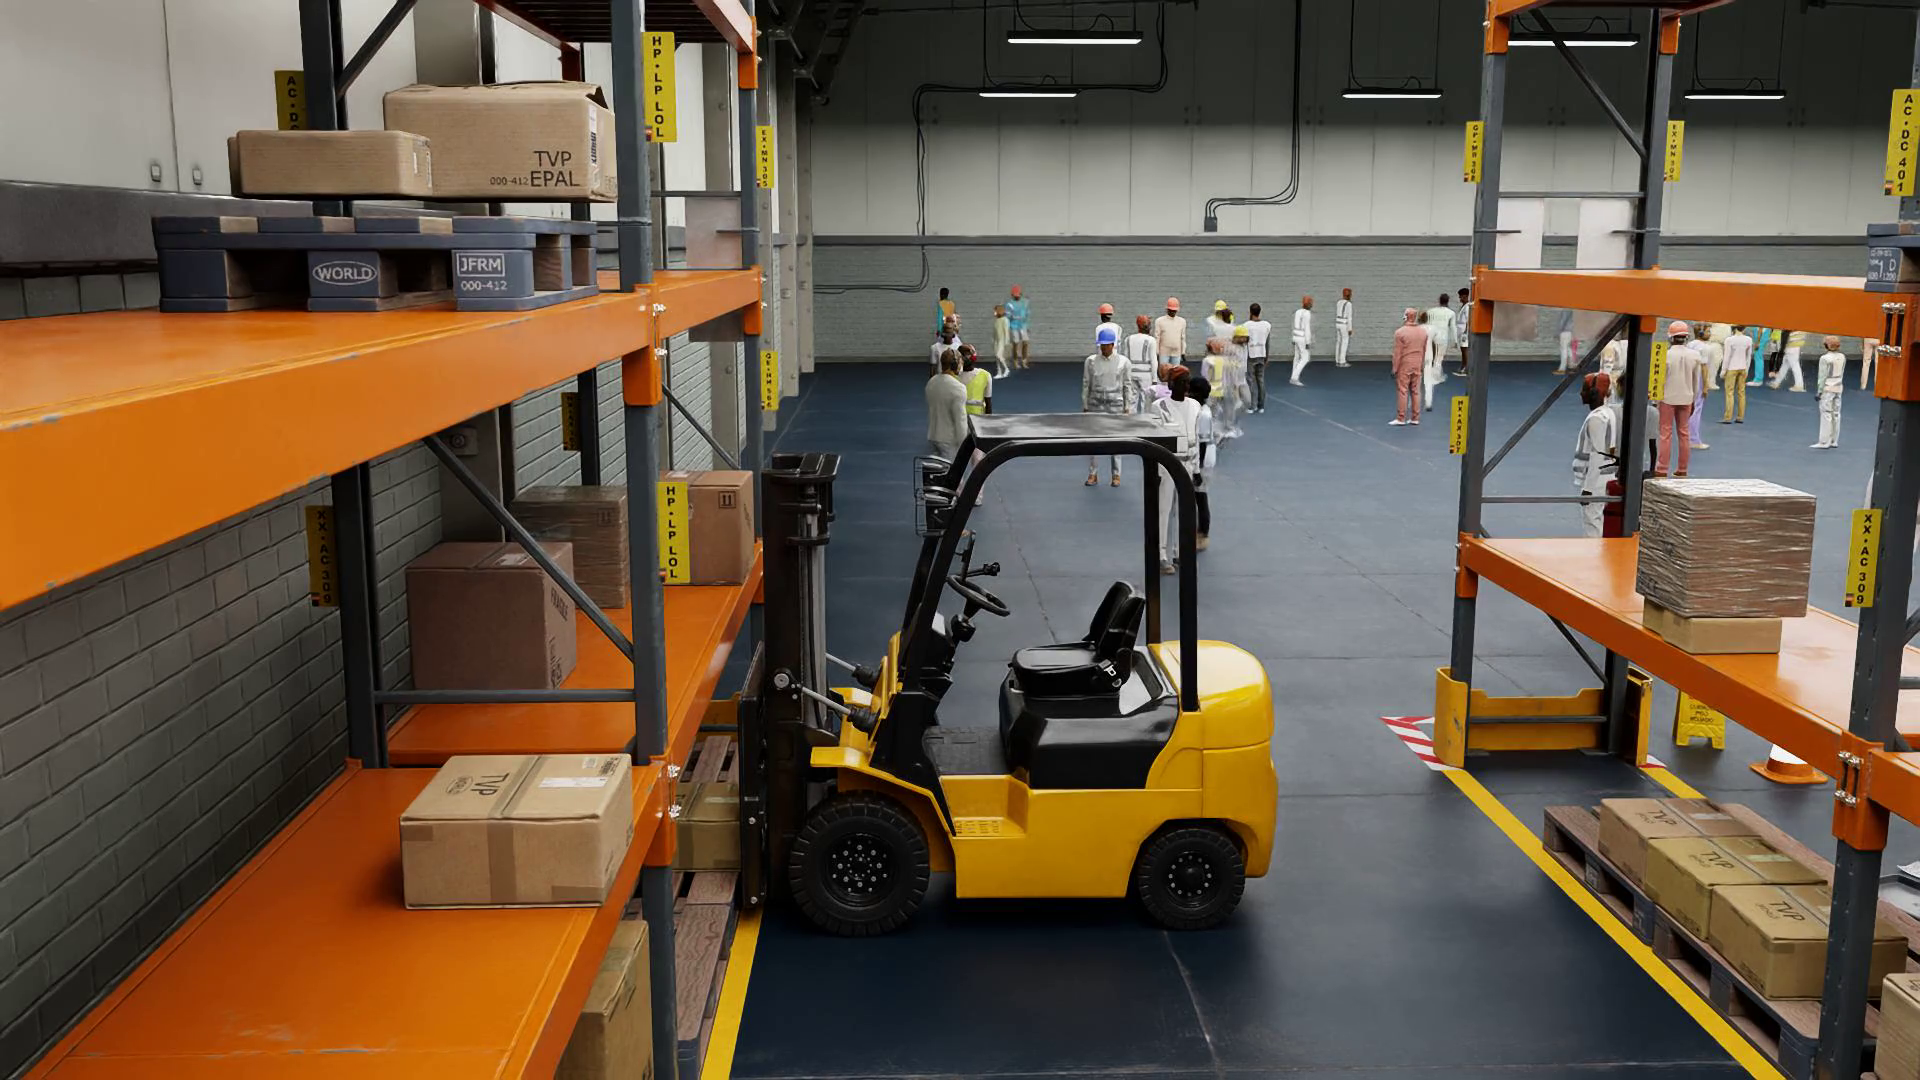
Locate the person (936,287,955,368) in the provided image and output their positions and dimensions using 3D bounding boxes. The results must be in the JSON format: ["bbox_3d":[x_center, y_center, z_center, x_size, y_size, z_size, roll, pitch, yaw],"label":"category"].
[{"bbox_3d":[-0.325,-5.010,39.355,0.391,1.911,0.585,7,12,33],"label":"person"}]

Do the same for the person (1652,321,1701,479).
[{"bbox_3d":[8.976,-1.746,20.910,0.610,1.996,0.379,-1,10,-8],"label":"person"}]

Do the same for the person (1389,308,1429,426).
[{"bbox_3d":[7.296,-2.816,27.122,0.641,1.908,0.408,-5,11,-24],"label":"person"}]

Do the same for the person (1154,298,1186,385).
[{"bbox_3d":[3.783,-3.355,29.906,0.611,1.985,0.393,-3,11,-15],"label":"person"}]

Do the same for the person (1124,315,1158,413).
[{"bbox_3d":[2.738,-2.446,25.121,0.585,1.882,0.337,9,14,42],"label":"person"}]

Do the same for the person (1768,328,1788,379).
[{"bbox_3d":[17.976,-4.386,36.455,0.319,1.696,0.532,-2,10,-8],"label":"person"}]

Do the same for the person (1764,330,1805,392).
[{"bbox_3d":[16.623,-3.896,33.437,0.641,1.795,0.912,-9,14,-41],"label":"person"}]

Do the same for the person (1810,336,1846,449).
[{"bbox_3d":[12.582,-2.133,24.069,0.515,1.636,0.314,-5,12,-28],"label":"person"}]

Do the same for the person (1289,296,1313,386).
[{"bbox_3d":[7.073,-4.139,34.603,0.394,1.877,0.744,-2,10,-12],"label":"person"}]

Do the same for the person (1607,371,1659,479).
[{"bbox_3d":[5.912,-0.562,14.734,0.580,1.864,0.381,7,12,35],"label":"person"}]

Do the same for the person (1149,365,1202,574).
[{"bbox_3d":[1.958,-0.640,15.069,0.576,1.883,0.352,-7,12,-35],"label":"person"}]

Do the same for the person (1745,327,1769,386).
[{"bbox_3d":[16.596,-4.110,34.548,0.361,1.834,0.519,6,12,29],"label":"person"}]

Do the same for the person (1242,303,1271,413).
[{"bbox_3d":[5.159,-3.180,29.118,0.593,1.920,0.391,-5,11,-25],"label":"person"}]

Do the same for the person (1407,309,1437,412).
[{"bbox_3d":[8.186,-3.172,29.414,0.517,1.807,0.953,1,10,3],"label":"person"}]

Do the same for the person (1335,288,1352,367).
[{"bbox_3d":[9.212,-5.094,39.903,0.367,1.879,0.582,-3,11,-18],"label":"person"}]

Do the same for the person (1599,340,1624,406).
[{"bbox_3d":[9.466,-2.280,24.100,0.390,1.924,0.548,6,12,30],"label":"person"}]

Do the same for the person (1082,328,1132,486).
[{"bbox_3d":[1.789,-1.620,20.350,0.615,1.943,0.403,2,10,13],"label":"person"}]

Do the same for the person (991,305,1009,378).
[{"bbox_3d":[0.844,-4.324,36.332,0.349,1.614,0.523,-7,12,-35],"label":"person"}]

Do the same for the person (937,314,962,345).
[{"bbox_3d":[-0.118,-2.460,25.168,0.399,1.900,0.644,-4,11,-20],"label":"person"}]

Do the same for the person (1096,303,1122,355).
[{"bbox_3d":[2.497,-3.068,28.439,0.550,1.935,0.376,-8,13,-39],"label":"person"}]

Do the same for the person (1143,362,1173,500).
[{"bbox_3d":[2.322,-1.194,18.864,0.521,1.633,0.321,-1,10,-8],"label":"person"}]

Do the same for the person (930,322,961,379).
[{"bbox_3d":[-0.179,-2.196,23.844,0.517,1.841,0.324,-2,10,-13],"label":"person"}]

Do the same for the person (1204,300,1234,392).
[{"bbox_3d":[5.151,-3.841,33.050,0.591,1.829,0.404,0,10,2],"label":"person"}]

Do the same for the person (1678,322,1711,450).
[{"bbox_3d":[10.638,-2.230,24.038,0.351,1.842,0.507,-1,10,-8],"label":"person"}]

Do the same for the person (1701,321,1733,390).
[{"bbox_3d":[15.283,-4.022,33.468,0.698,2.000,0.621,-6,12,-31],"label":"person"}]

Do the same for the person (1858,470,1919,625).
[{"bbox_3d":[6.184,0.102,11.074,0.389,1.837,0.560,2,10,10],"label":"person"}]

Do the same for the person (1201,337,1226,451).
[{"bbox_3d":[3.611,-2.060,23.673,0.420,1.632,0.529,9,14,41],"label":"person"}]

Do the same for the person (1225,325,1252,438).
[{"bbox_3d":[4.238,-2.413,25.384,0.491,1.732,0.408,-10,14,-44],"label":"person"}]

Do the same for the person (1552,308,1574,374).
[{"bbox_3d":[13.657,-4.687,37.472,0.437,1.933,0.654,9,14,42],"label":"person"}]

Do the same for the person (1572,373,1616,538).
[{"bbox_3d":[5.409,-0.489,14.217,0.339,1.882,0.584,5,11,27],"label":"person"}]

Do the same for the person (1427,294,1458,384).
[{"bbox_3d":[10.188,-4.228,35.073,0.616,1.870,0.968,9,14,41],"label":"person"}]

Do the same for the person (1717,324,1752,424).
[{"bbox_3d":[12.746,-2.789,27.365,0.533,1.767,0.312,-3,11,-15],"label":"person"}]

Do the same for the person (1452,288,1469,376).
[{"bbox_3d":[11.275,-4.653,37.212,0.381,1.958,0.602,1,10,8],"label":"person"}]

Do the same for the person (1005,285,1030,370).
[{"bbox_3d":[1.348,-4.951,38.798,0.641,1.980,0.742,-3,11,-15],"label":"person"}]

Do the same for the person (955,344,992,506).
[{"bbox_3d":[0.083,-1.306,18.875,0.570,1.844,0.377,3,11,16],"label":"person"}]

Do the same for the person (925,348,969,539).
[{"bbox_3d":[-0.129,-0.973,16.812,0.369,1.932,0.623,-7,12,-35],"label":"person"}]

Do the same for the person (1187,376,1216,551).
[{"bbox_3d":[2.329,-0.745,16.173,0.319,1.695,0.539,1,10,7],"label":"person"}]

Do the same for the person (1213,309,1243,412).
[{"bbox_3d":[4.721,-3.178,29.431,0.530,1.806,1.019,7,12,34],"label":"person"}]

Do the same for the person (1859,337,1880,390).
[{"bbox_3d":[18.466,-3.947,33.595,0.508,1.845,0.345,5,12,28],"label":"person"}]

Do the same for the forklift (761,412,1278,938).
[{"bbox_3d":[0.291,0.548,7.580,2.313,2.155,1.214,0,10,-2],"label":"forklift"}]
